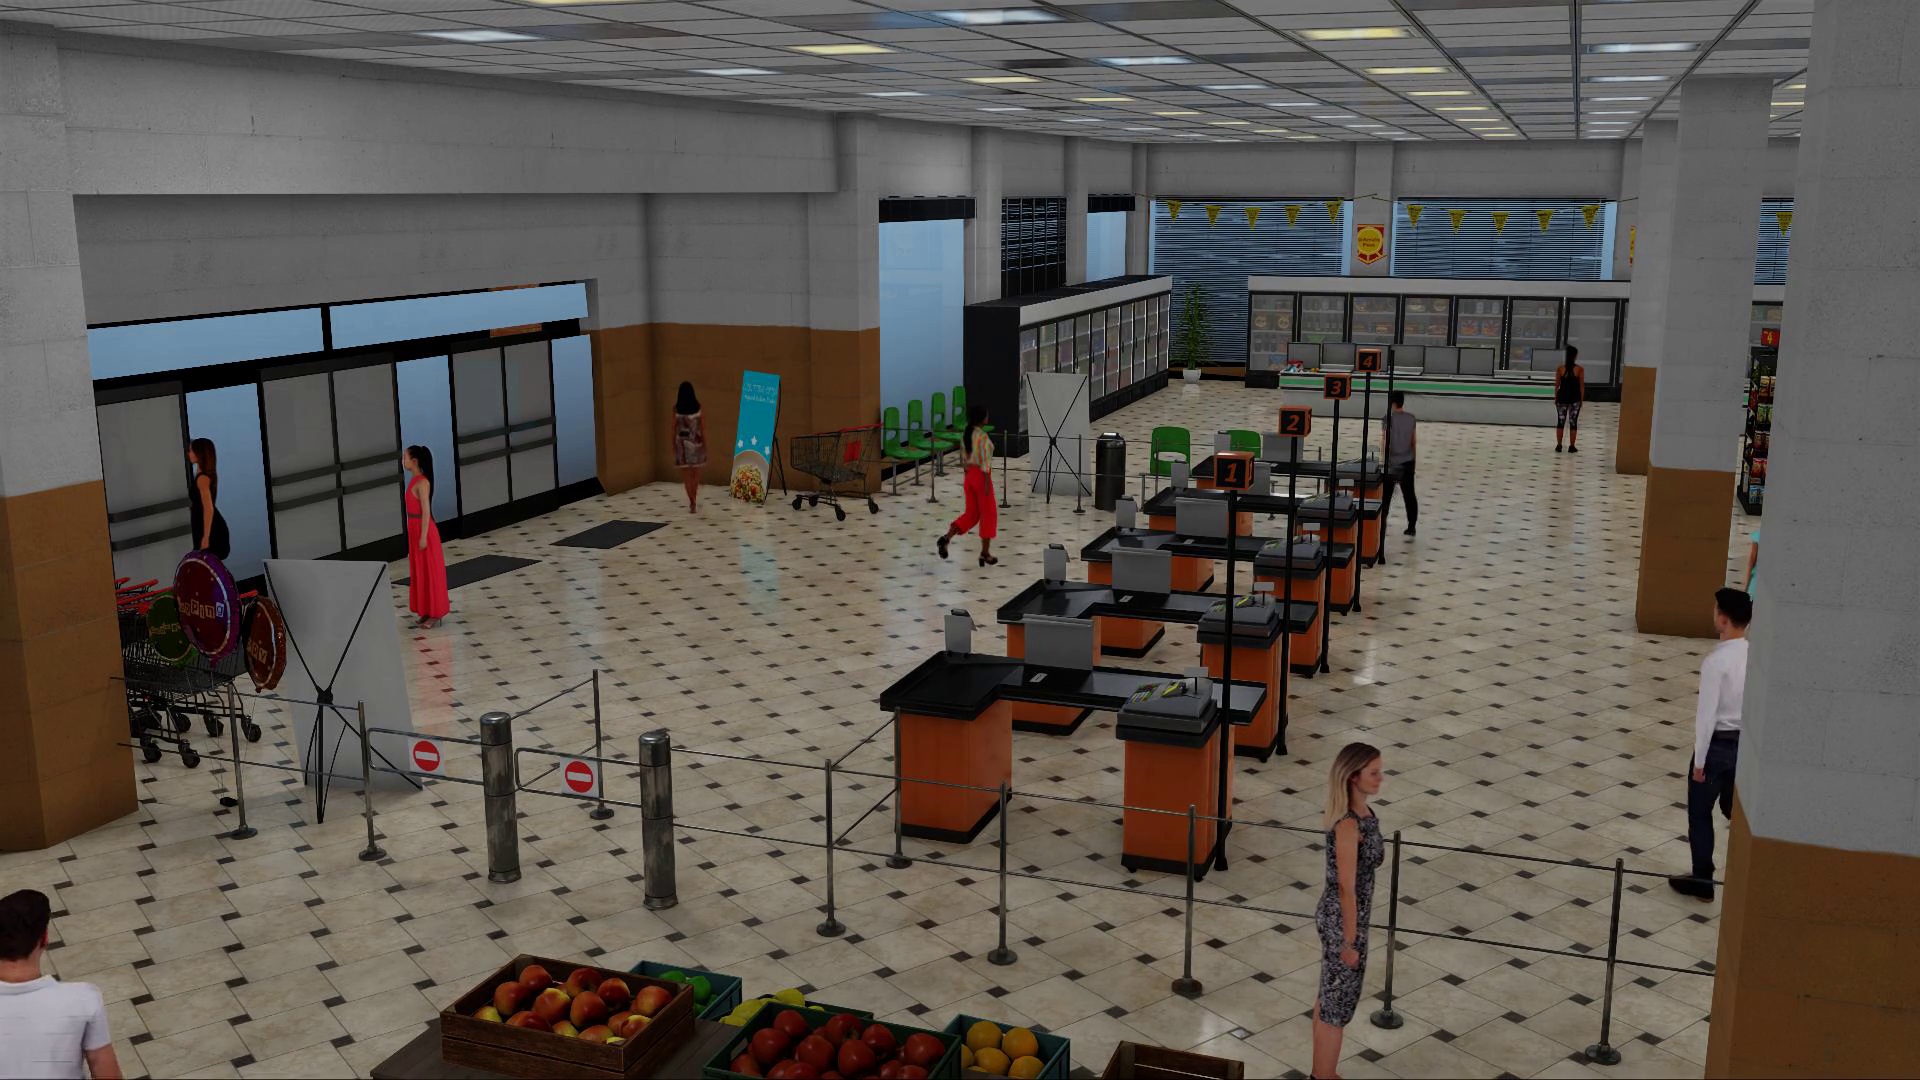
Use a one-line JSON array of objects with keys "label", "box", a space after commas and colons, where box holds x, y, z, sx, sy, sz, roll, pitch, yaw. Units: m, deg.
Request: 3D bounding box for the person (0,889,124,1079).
[{"label": "person", "box": [-2.931, 2.070, 5.309, 1.203, 1.815, 1.235, -5, 13, -23]}]

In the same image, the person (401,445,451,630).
[{"label": "person", "box": [-5.011, -0.032, 15.512, 0.774, 1.725, 0.706, -6, 13, -27]}]

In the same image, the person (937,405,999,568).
[{"label": "person", "box": [0.114, -0.545, 17.827, 0.972, 1.774, 1.032, -9, 15, -37]}]

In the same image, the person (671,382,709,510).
[{"label": "person", "box": [-3.453, -1.179, 21.234, 1.092, 1.612, 1.039, -3, 12, -12]}]

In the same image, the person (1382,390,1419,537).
[{"label": "person", "box": [5.175, -0.853, 19.479, 1.232, 1.698, 1.172, -3, 12, -12]}]

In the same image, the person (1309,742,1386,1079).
[{"label": "person", "box": [1.685, 1.703, 7.327, 0.516, 1.702, 0.583, 3, 12, 14]}]

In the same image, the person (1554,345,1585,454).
[{"label": "person", "box": [9.510, -2.210, 25.978, 0.481, 1.674, 0.662, 6, 13, 27]}]

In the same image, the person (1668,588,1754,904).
[{"label": "person", "box": [4.373, 1.210, 9.317, 1.014, 1.848, 1.022, -4, 12, -17]}]

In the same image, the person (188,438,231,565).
[{"label": "person", "box": [-6.843, -0.022, 15.197, 0.709, 1.834, 0.672, -4, 12, -18]}]
